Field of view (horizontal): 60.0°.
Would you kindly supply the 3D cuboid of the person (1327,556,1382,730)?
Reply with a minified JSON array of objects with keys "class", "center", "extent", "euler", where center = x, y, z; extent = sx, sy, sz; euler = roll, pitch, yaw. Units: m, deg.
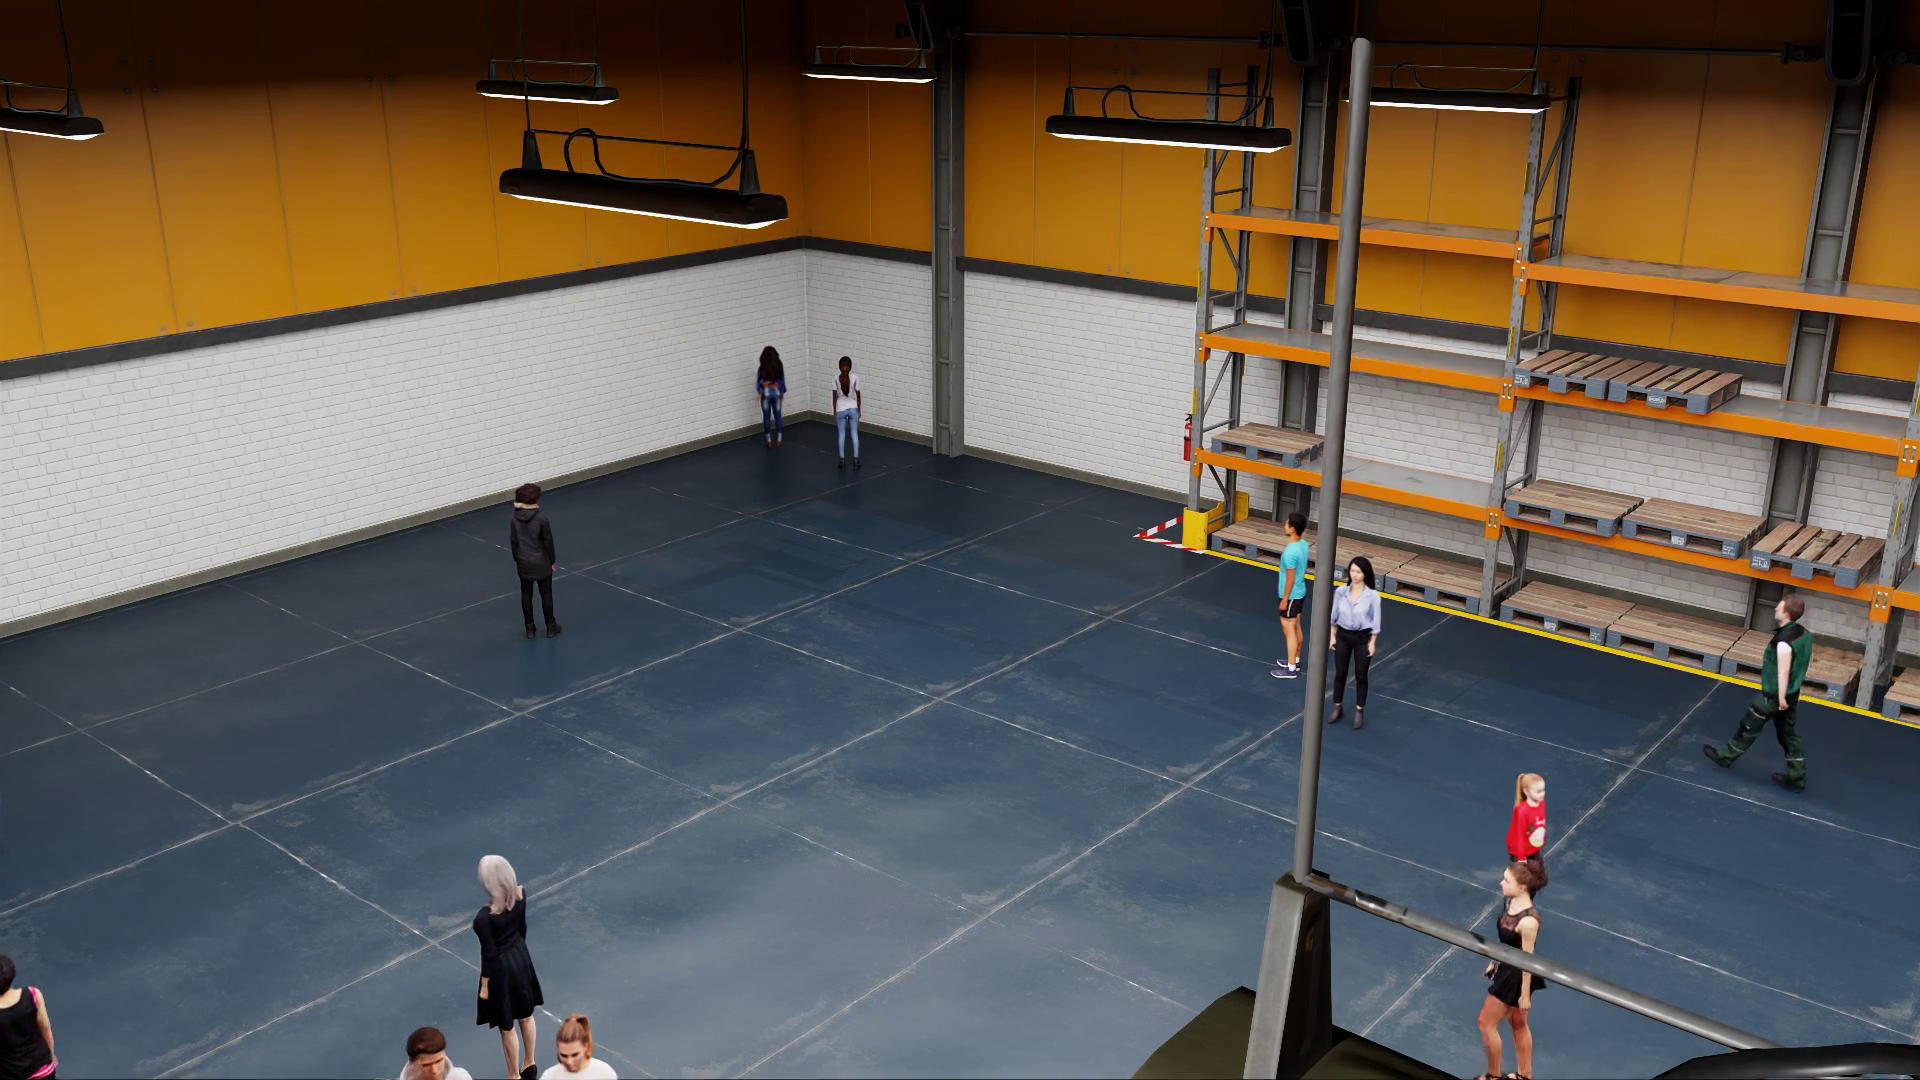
[{"class":"person","center":[3.853,0.992,16.234],"extent":[0.540,1.743,0.747],"euler":[11,21,29]}]

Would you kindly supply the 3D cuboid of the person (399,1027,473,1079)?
[{"class":"person","center":[-2.875,3.401,8.980],"extent":[0.958,1.809,1.335],"euler":[-11,21,-29]}]

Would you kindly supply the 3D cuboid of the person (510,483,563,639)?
[{"class":"person","center":[-4.724,0.230,18.442],"extent":[0.712,1.779,0.793],"euler":[1,19,3]}]

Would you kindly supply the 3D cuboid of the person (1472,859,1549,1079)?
[{"class":"person","center":[3.705,2.853,10.834],"extent":[0.841,1.663,0.770],"euler":[2,19,7]}]

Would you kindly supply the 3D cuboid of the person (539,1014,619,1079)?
[{"class":"person","center":[-2.081,3.385,9.163],"extent":[0.682,1.723,0.725],"euler":[-3,19,-9]}]

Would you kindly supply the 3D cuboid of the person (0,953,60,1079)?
[{"class":"person","center":[-5.627,3.192,10.016],"extent":[0.728,1.544,0.554],"euler":[16,25,40]}]

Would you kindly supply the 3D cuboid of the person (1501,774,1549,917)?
[{"class":"person","center":[4.330,2.375,12.866],"extent":[0.546,1.273,0.562],"euler":[-14,23,-36]}]

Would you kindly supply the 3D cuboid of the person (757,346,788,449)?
[{"class":"person","center":[-2.968,-2.262,26.091],"extent":[0.712,1.621,0.735],"euler":[-5,19,-14]}]

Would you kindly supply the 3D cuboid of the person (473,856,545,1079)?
[{"class":"person","center":[-2.946,2.821,10.797],"extent":[0.645,1.749,0.654],"euler":[9,20,24]}]

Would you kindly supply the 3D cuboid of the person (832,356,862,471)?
[{"class":"person","center":[-1.690,-1.913,24.900],"extent":[0.666,1.719,0.723],"euler":[-2,19,-6]}]

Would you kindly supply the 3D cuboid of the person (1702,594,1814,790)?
[{"class":"person","center":[7.452,1.396,14.968],"extent":[0.757,1.787,1.164],"euler":[-16,24,-39]}]

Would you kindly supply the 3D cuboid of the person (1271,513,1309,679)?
[{"class":"person","center":[3.486,0.576,17.422],"extent":[0.592,1.773,0.666],"euler":[9,20,24]}]
